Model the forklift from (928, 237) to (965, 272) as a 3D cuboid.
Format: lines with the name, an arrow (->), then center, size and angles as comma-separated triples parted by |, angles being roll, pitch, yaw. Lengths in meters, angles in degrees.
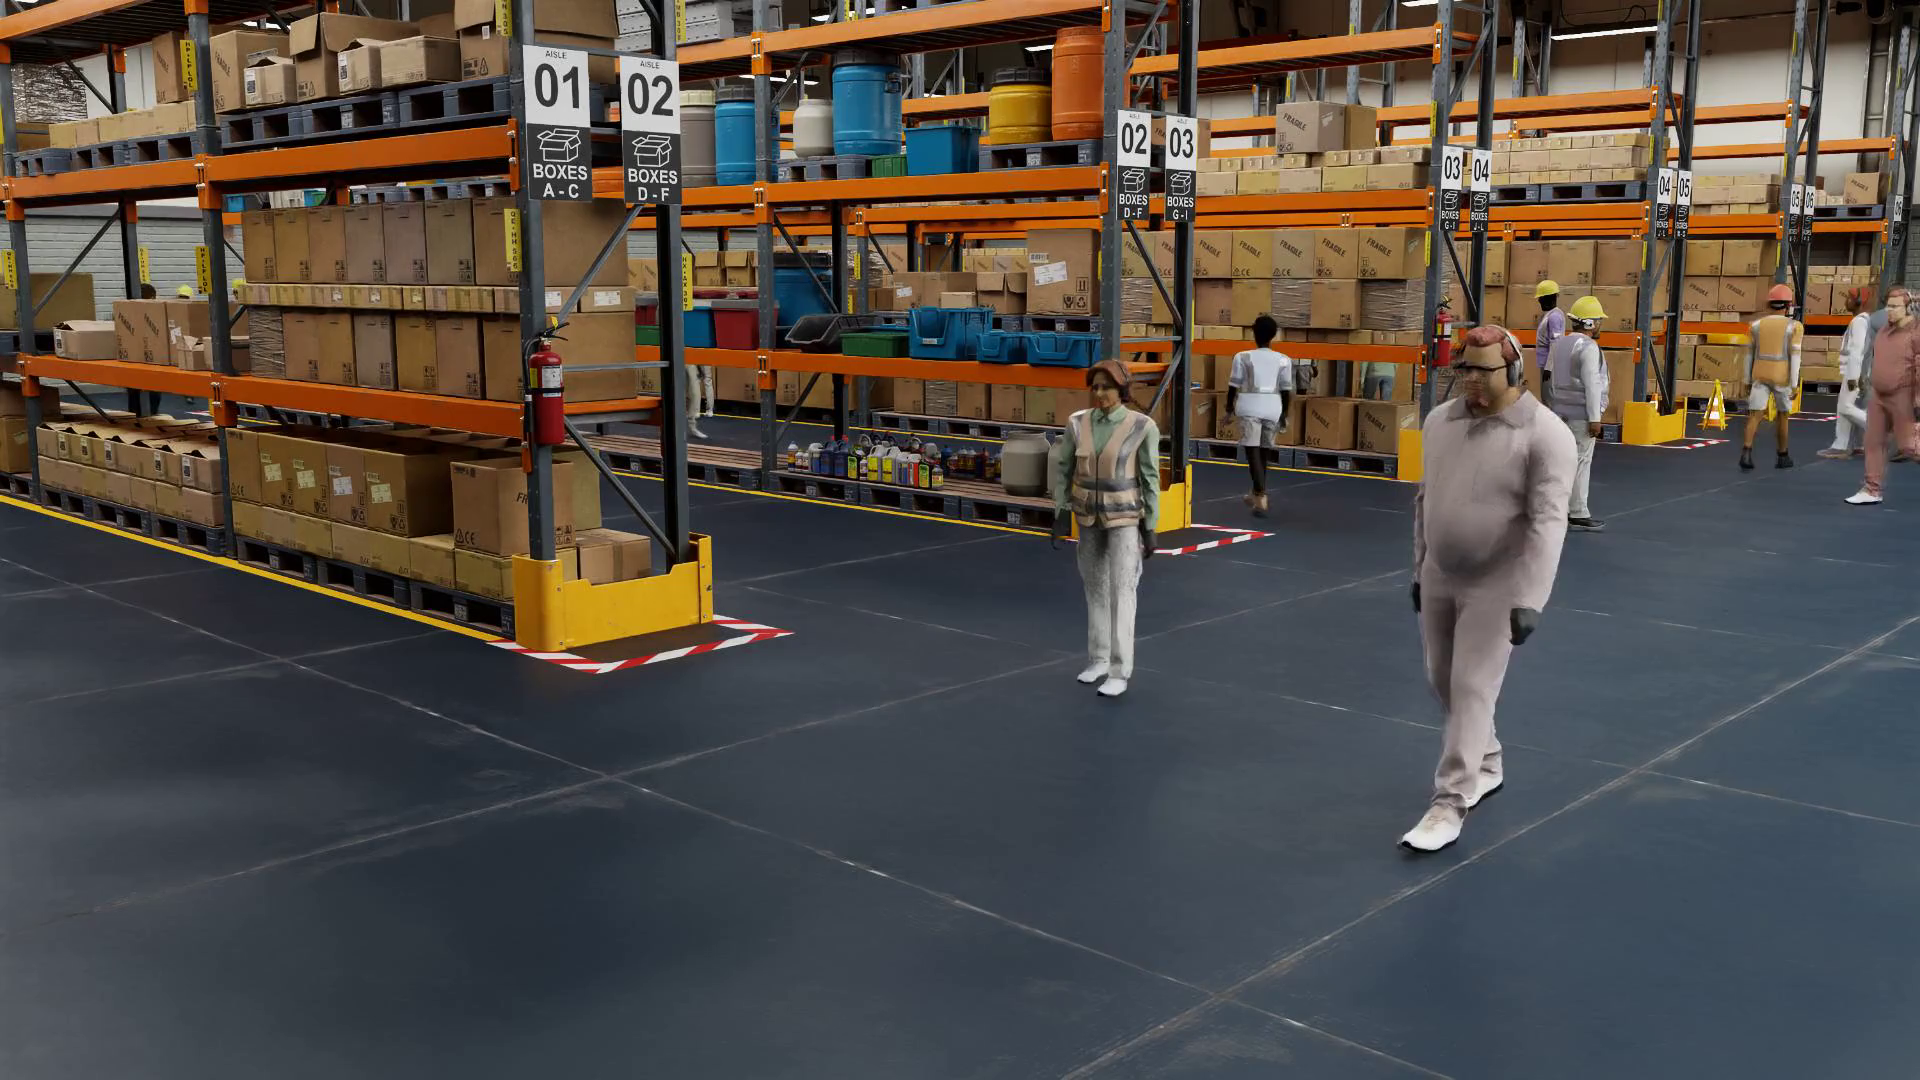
forklift -> -0.326, -5.817, 39.609 | 1.129, 2.768, 1.873 | 9, 13, 43

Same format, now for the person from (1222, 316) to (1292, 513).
person -> 2.532, -1.067, 14.107 | 0.535, 1.656, 0.839 | -3, 10, -15

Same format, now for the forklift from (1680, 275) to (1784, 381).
forklift -> 12.480, -3.427, 27.053 | 1.214, 2.155, 2.313 | 9, 13, 43

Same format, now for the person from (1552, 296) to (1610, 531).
person -> 4.923, -1.007, 13.189 | 0.403, 1.835, 0.588 | -1, 9, -8

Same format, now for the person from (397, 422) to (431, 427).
person -> -5.779, -1.799, 17.618 | 0.485, 1.979, 0.616 | 7, 11, 36

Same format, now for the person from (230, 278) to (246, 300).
person -> -11.527, -3.311, 27.099 | 0.603, 1.902, 0.630 | -4, 10, -21

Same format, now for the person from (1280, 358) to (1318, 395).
person -> 3.961, -2.102, 19.582 | 0.543, 1.939, 0.361 | -1, 9, -8

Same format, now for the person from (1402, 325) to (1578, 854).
person -> 1.822, 0.157, 6.032 | 0.852, 1.851, 0.685 | -7, 11, -35

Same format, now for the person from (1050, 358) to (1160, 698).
person -> 0.703, -0.070, 8.105 | 0.522, 1.630, 0.434 | 6, 11, 33

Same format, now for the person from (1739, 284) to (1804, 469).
person -> 8.346, -1.673, 17.088 | 0.898, 1.902, 0.557 | -9, 13, -44

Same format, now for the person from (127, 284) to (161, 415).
person -> -9.499, -2.011, 19.216 | 0.454, 1.883, 0.666 | 4, 10, 22

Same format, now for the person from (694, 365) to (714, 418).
person -> -3.600, -2.500, 22.944 | 0.507, 1.636, 0.271 | -8, 12, -41

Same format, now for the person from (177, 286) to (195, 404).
person -> -11.896, -3.005, 25.607 | 0.631, 1.781, 0.958 | -2, 9, -9

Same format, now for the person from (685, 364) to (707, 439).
person -> -3.344, -2.165, 20.239 | 0.382, 1.886, 0.542 | 8, 12, 40

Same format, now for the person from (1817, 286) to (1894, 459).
person -> 9.721, -1.801, 17.959 | 0.656, 1.865, 0.583 | 6, 11, 34

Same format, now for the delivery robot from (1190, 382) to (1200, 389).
delivery robot -> 3.137, -1.854, 22.138 | 0.477, 0.478, 0.707 | -8, 12, -42

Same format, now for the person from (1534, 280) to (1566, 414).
person -> 6.825, -2.053, 19.337 | 0.373, 1.921, 0.585 | 2, 10, 14

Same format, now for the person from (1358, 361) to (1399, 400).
person -> 4.787, -1.853, 19.101 | 0.507, 1.600, 0.751 | 0, 9, -1

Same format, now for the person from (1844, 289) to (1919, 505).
person -> 8.238, -1.240, 14.485 | 0.813, 1.882, 0.652 | -2, 9, -11

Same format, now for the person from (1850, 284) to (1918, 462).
person -> 9.977, -1.785, 17.834 | 0.650, 1.908, 0.875 | 0, 9, 0
